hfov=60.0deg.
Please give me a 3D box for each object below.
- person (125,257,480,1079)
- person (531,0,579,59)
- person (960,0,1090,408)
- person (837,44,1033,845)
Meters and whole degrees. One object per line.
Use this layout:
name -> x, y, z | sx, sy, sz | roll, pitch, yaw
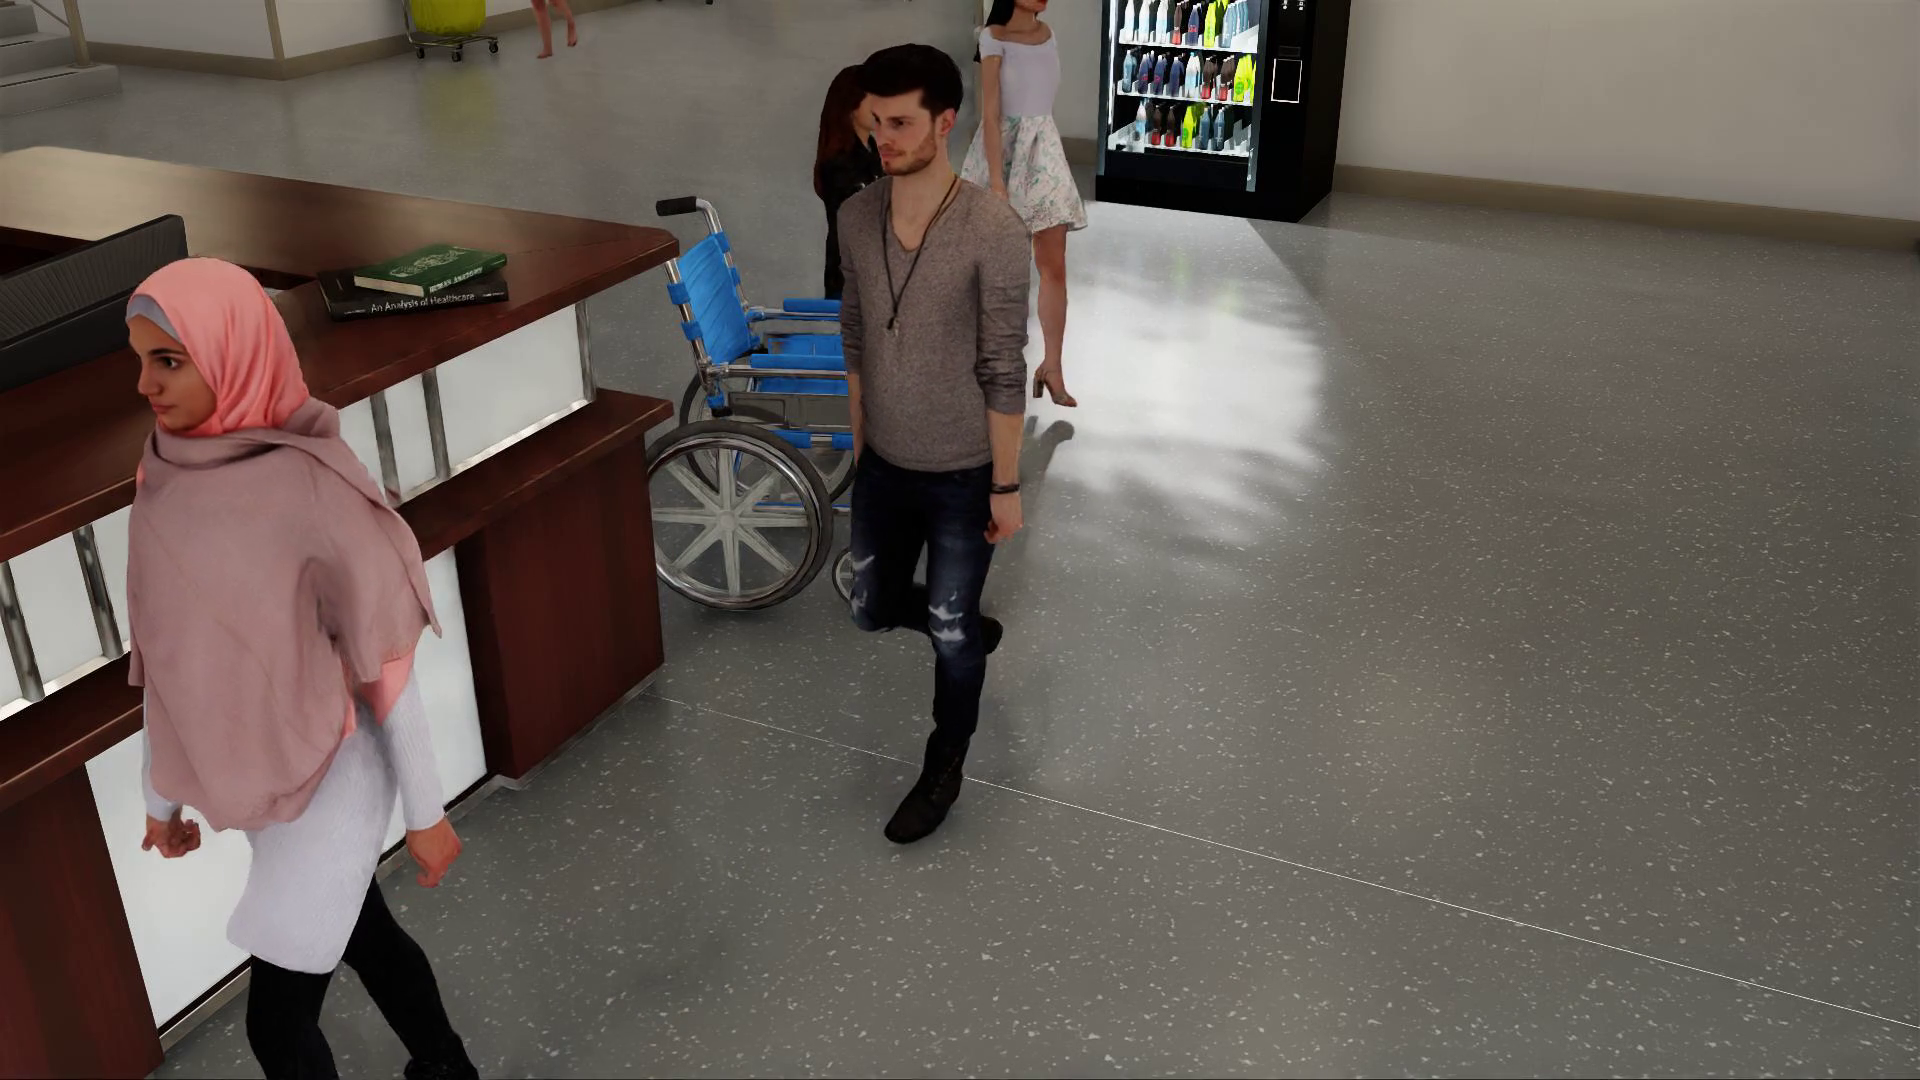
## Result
person -> -1.032, 0.389, 2.823 | 0.850, 1.783, 0.763 | 15, 29, 28
person -> -3.481, -4.942, 13.974 | 0.657, 1.699, 0.718 | 7, 27, 14
person -> 0.154, -1.418, 6.620 | 0.968, 1.739, 1.240 | -19, 32, -34
person -> -0.013, -0.219, 3.966 | 0.869, 1.885, 0.809 | 15, 30, 28
